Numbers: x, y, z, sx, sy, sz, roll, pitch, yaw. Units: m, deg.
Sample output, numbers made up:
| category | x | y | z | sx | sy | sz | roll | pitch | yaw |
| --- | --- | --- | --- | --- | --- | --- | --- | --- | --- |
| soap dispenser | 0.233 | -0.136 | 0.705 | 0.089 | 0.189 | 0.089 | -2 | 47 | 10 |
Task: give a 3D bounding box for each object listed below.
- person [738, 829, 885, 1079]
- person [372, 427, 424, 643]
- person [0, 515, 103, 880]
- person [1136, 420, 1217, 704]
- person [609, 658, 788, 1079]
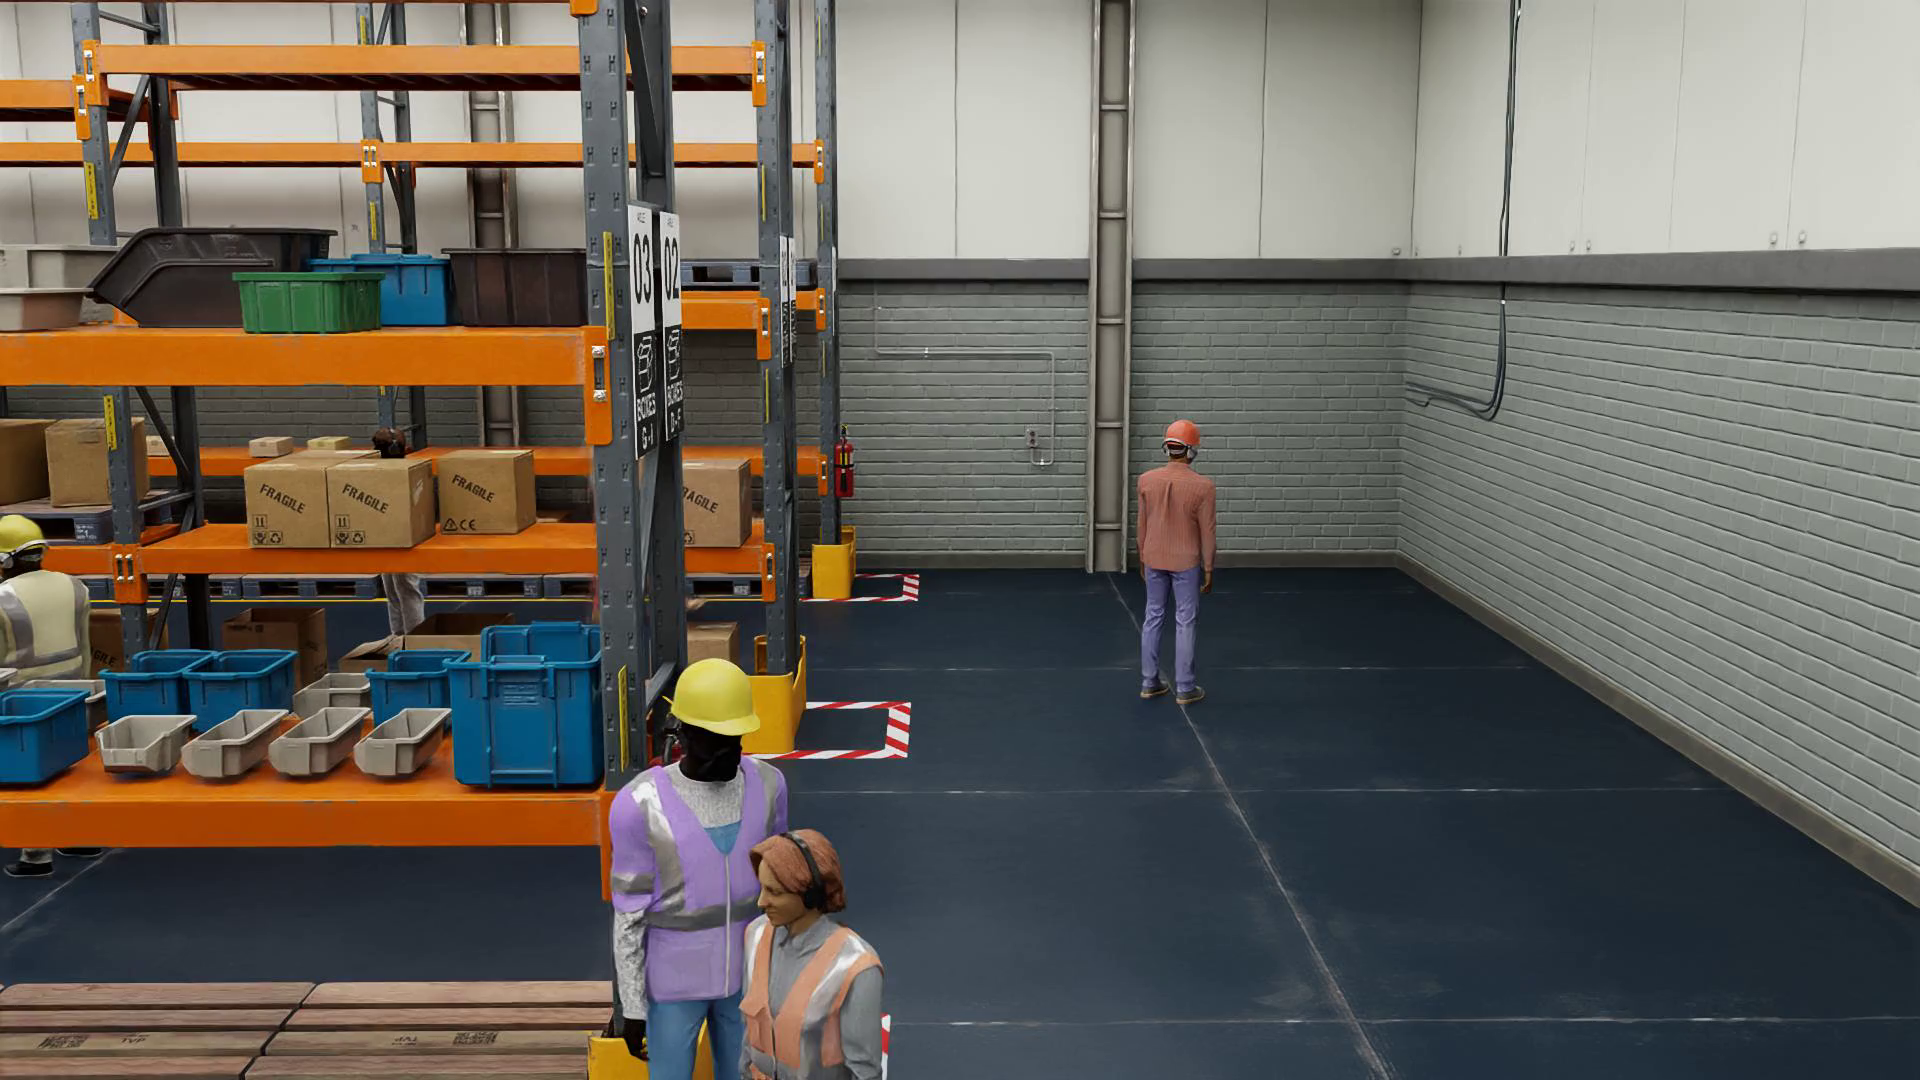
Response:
| category | x | y | z | sx | sy | sz | roll | pitch | yaw |
| --- | --- | --- | --- | --- | --- | --- | --- | --- | --- |
| person | -0.378 | 1.530 | 4.306 | 0.524 | 1.630 | 0.313 | 9 | 13 | 44 |
| person | -4.307 | 0.057 | 12.683 | 0.429 | 1.844 | 0.626 | -7 | 12 | -38 |
| person | -4.634 | 0.779 | 8.341 | 0.403 | 1.821 | 0.590 | 4 | 10 | 22 |
| person | 1.525 | 0.152 | 11.685 | 0.608 | 1.987 | 0.407 | 6 | 11 | 31 |
| person | -0.738 | 1.283 | 4.947 | 0.590 | 1.918 | 0.395 | -7 | 12 | -36 |
